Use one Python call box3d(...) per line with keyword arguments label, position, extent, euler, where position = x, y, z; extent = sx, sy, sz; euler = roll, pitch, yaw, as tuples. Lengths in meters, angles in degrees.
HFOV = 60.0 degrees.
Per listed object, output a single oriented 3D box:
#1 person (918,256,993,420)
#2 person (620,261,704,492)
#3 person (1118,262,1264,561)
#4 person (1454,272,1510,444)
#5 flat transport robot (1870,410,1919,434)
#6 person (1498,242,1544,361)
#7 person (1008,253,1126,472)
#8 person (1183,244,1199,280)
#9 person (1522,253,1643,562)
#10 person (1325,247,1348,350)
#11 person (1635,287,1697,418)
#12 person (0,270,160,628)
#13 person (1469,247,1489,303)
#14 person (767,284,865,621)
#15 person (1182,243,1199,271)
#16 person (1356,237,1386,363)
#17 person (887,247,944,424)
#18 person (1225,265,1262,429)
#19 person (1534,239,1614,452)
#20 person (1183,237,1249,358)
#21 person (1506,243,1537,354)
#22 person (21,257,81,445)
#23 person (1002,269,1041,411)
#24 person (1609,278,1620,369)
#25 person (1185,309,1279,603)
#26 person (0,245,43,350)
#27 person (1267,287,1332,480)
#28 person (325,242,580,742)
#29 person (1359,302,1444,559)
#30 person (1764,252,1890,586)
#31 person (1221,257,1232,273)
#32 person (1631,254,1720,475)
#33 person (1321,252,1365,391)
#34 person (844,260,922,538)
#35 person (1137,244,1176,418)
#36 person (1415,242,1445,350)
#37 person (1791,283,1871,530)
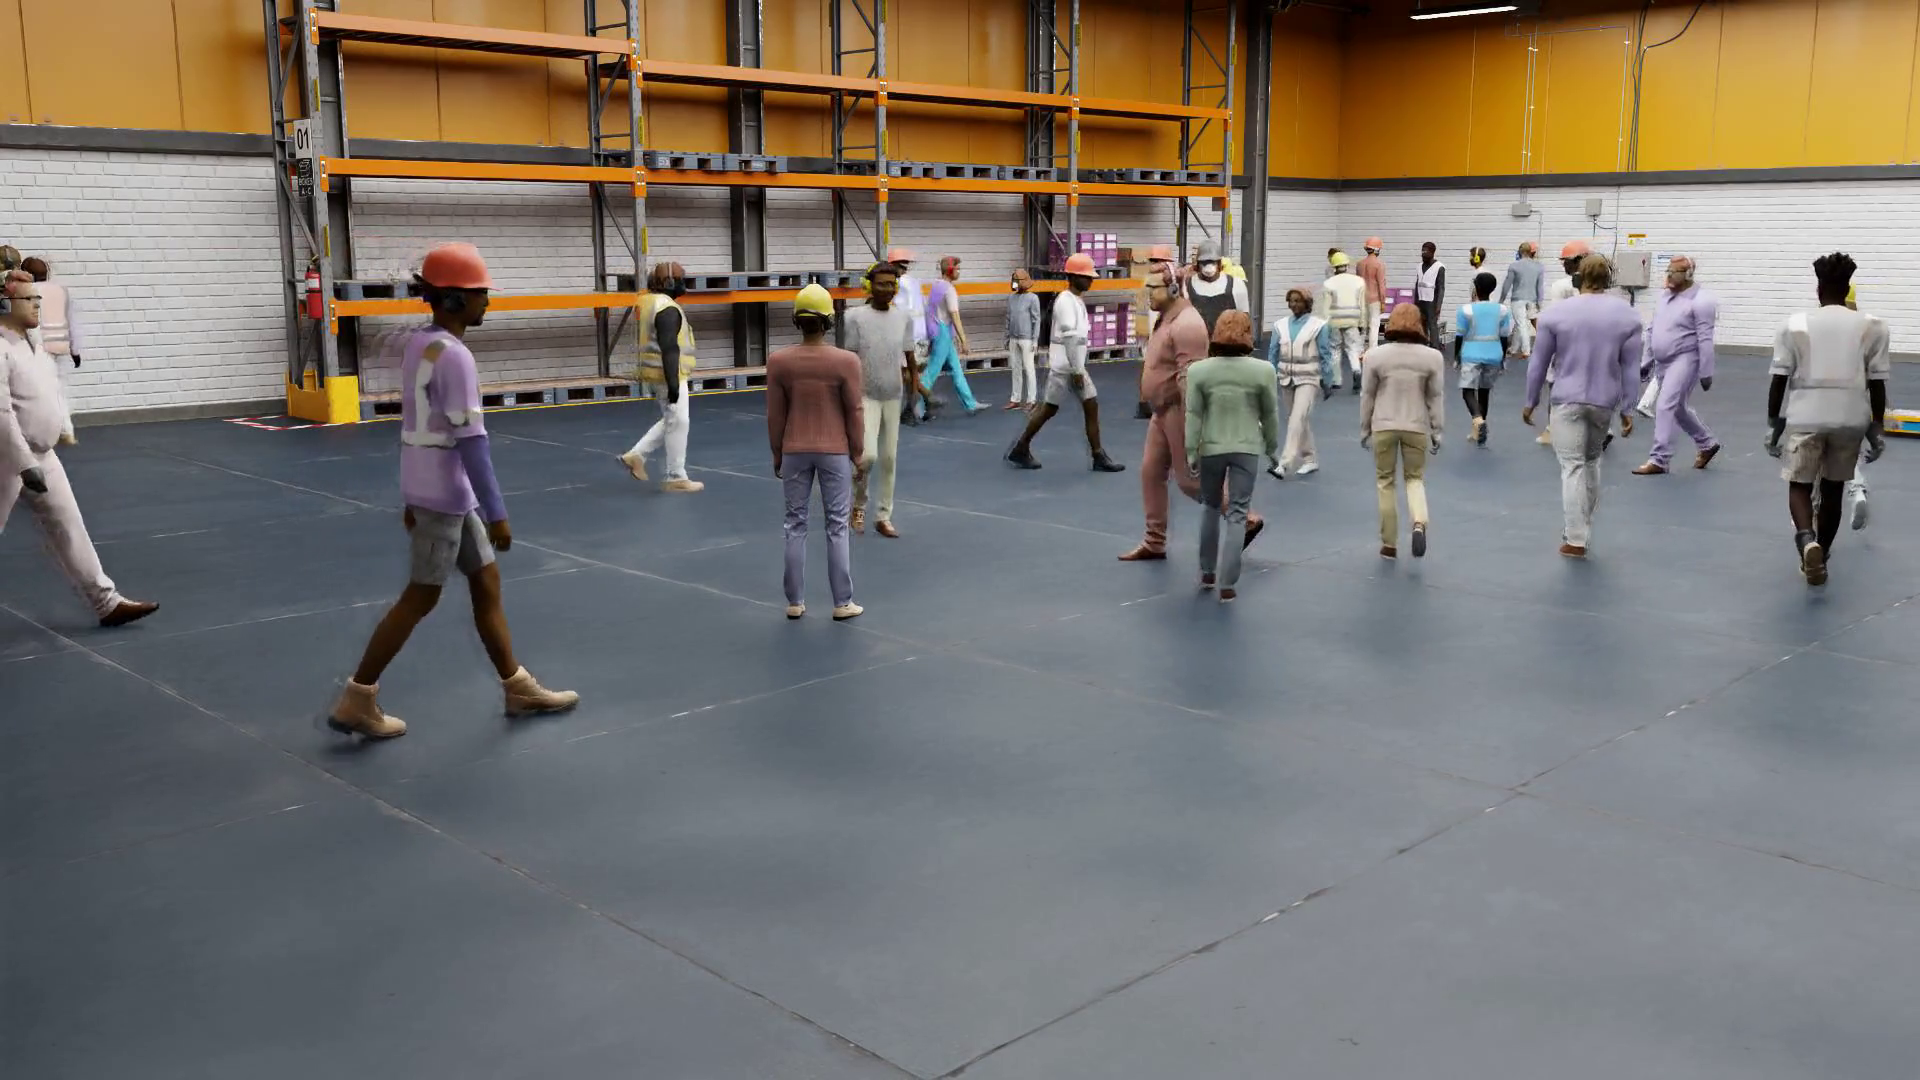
box3d(label="person", position=(-0.115, -2.202, 18.246), extent=(1.003, 1.786, 0.578), euler=(-2, 11, -12))
box3d(label="person", position=(-2.338, -1.271, 13.060), extent=(0.530, 1.823, 0.646), euler=(-4, 11, -21))
box3d(label="person", position=(1.445, -0.769, 10.224), extent=(0.824, 1.869, 0.656), euler=(-2, 11, -9))
box3d(label="person", position=(5.039, -1.740, 16.035), extent=(0.539, 1.676, 0.695), euler=(0, 10, -1))
box3d(label="flat transport robot", position=(9.794, -1.162, 16.709), extent=(0.652, 0.197, 1.431), euler=(-10, 14, -44))
box3d(label="person", position=(9.079, -3.866, 27.001), extent=(0.633, 1.898, 0.888), euler=(-4, 11, -20))
box3d(label="person", position=(0.888, -1.509, 14.253), extent=(0.996, 1.885, 0.539), euler=(5, 12, 25))
box3d(label="person", position=(3.092, -2.873, 21.579), extent=(0.652, 1.906, 0.402), euler=(9, 13, 39))
box3d(label="person", position=(3.924, -0.853, 10.585), extent=(0.643, 1.901, 0.899), euler=(0, 10, 2))
box3d(label="person", position=(6.591, -4.197, 29.042), extent=(0.892, 1.827, 0.535), euler=(-9, 14, -42))
box3d(label="person", position=(7.900, -2.160, 18.514), extent=(0.849, 1.600, 0.503), euler=(-2, 11, -11))
box3d(label="person", position=(-4.725, -0.422, 8.373), extent=(1.053, 1.850, 0.644), euler=(-1, 10, -4))
box3d(label="person", position=(7.623, -3.354, 24.339), extent=(0.506, 1.859, 0.519), euler=(7, 12, 32))
box3d(label="person", position=(-0.752, -0.451, 8.747), extent=(0.525, 1.772, 0.309), euler=(2, 11, 10))
box3d(label="person", position=(3.448, -3.376, 24.312), extent=(0.601, 1.902, 0.602), euler=(6, 12, 29))
box3d(label="person", position=(6.490, -3.774, 26.241), extent=(0.375, 1.997, 0.611), euler=(-6, 12, -31))
box3d(label="person", position=(-0.515, -2.171, 17.767), extent=(0.708, 1.899, 0.586), euler=(5, 11, 24))
box3d(label="person", position=(2.741, -1.999, 17.327), extent=(0.931, 1.711, 0.513), euler=(2, 11, 10))
box3d(label="person", position=(5.845, -1.824, 15.643), extent=(0.625, 2.004, 1.001), euler=(-3, 11, -15))
box3d(label="person", position=(2.222, -1.691, 14.766), extent=(0.689, 2.000, 0.703), euler=(0, 10, 2))
box3d(label="person", position=(9.555, -4.080, 28.210), extent=(0.994, 1.881, 0.573), euler=(5, 12, 25))
box3d(label="person", position=(-8.948, -1.827, 16.150), extent=(0.952, 1.797, 0.647), euler=(4, 11, 23))
box3d(label="person", position=(0.708, -2.305, 19.226), extent=(0.266, 1.632, 0.509), euler=(-10, 14, -44))
box3d(label="person", position=(6.206, -1.791, 16.249), extent=(0.316, 1.695, 0.542), euler=(-10, 14, -44))
box3d(label="person", position=(1.531, -0.481, 9.340), extent=(0.512, 1.610, 0.677), euler=(3, 11, 15))
box3d(label="person", position=(-8.350, -1.641, 14.775), extent=(0.356, 1.936, 0.638), euler=(-10, 14, -44))
box3d(label="person", position=(2.786, -1.303, 13.847), extent=(0.537, 1.588, 0.878), euler=(10, 14, 42))
box3d(label="person", position=(-2.110, -0.187, 6.696), extent=(1.020, 2.001, 0.623), euler=(-5, 12, -26))
box3d(label="person", position=(2.734, -0.661, 10.318), extent=(0.498, 1.616, 0.430), euler=(1, 10, 6))
box3d(label="person", position=(4.938, -0.665, 9.463), extent=(0.627, 1.935, 0.750), euler=(3, 11, 17))
box3d(label="person", position=(2.750, -2.125, 17.810), extent=(0.916, 1.779, 0.612), euler=(1, 10, 6))
box3d(label="person", position=(6.181, -1.497, 14.177), extent=(0.905, 1.873, 0.629), euler=(-2, 11, -11))
box3d(label="person", position=(4.949, -2.798, 21.448), extent=(0.604, 1.808, 0.615), euler=(-1, 10, -4))
box3d(label="person", position=(-0.524, -0.926, 11.100), extent=(0.537, 1.854, 0.389), euler=(-5, 11, -24))
box3d(label="person", position=(2.205, -2.284, 18.325), extent=(0.532, 1.918, 0.582), euler=(0, 10, -2))
box3d(label="person", position=(7.433, -3.754, 26.352), extent=(0.370, 1.916, 0.597), euler=(-5, 11, -24))
box3d(label="person", position=(5.919, -0.887, 11.251), extent=(0.488, 1.729, 0.578), euler=(0, 10, 2))
